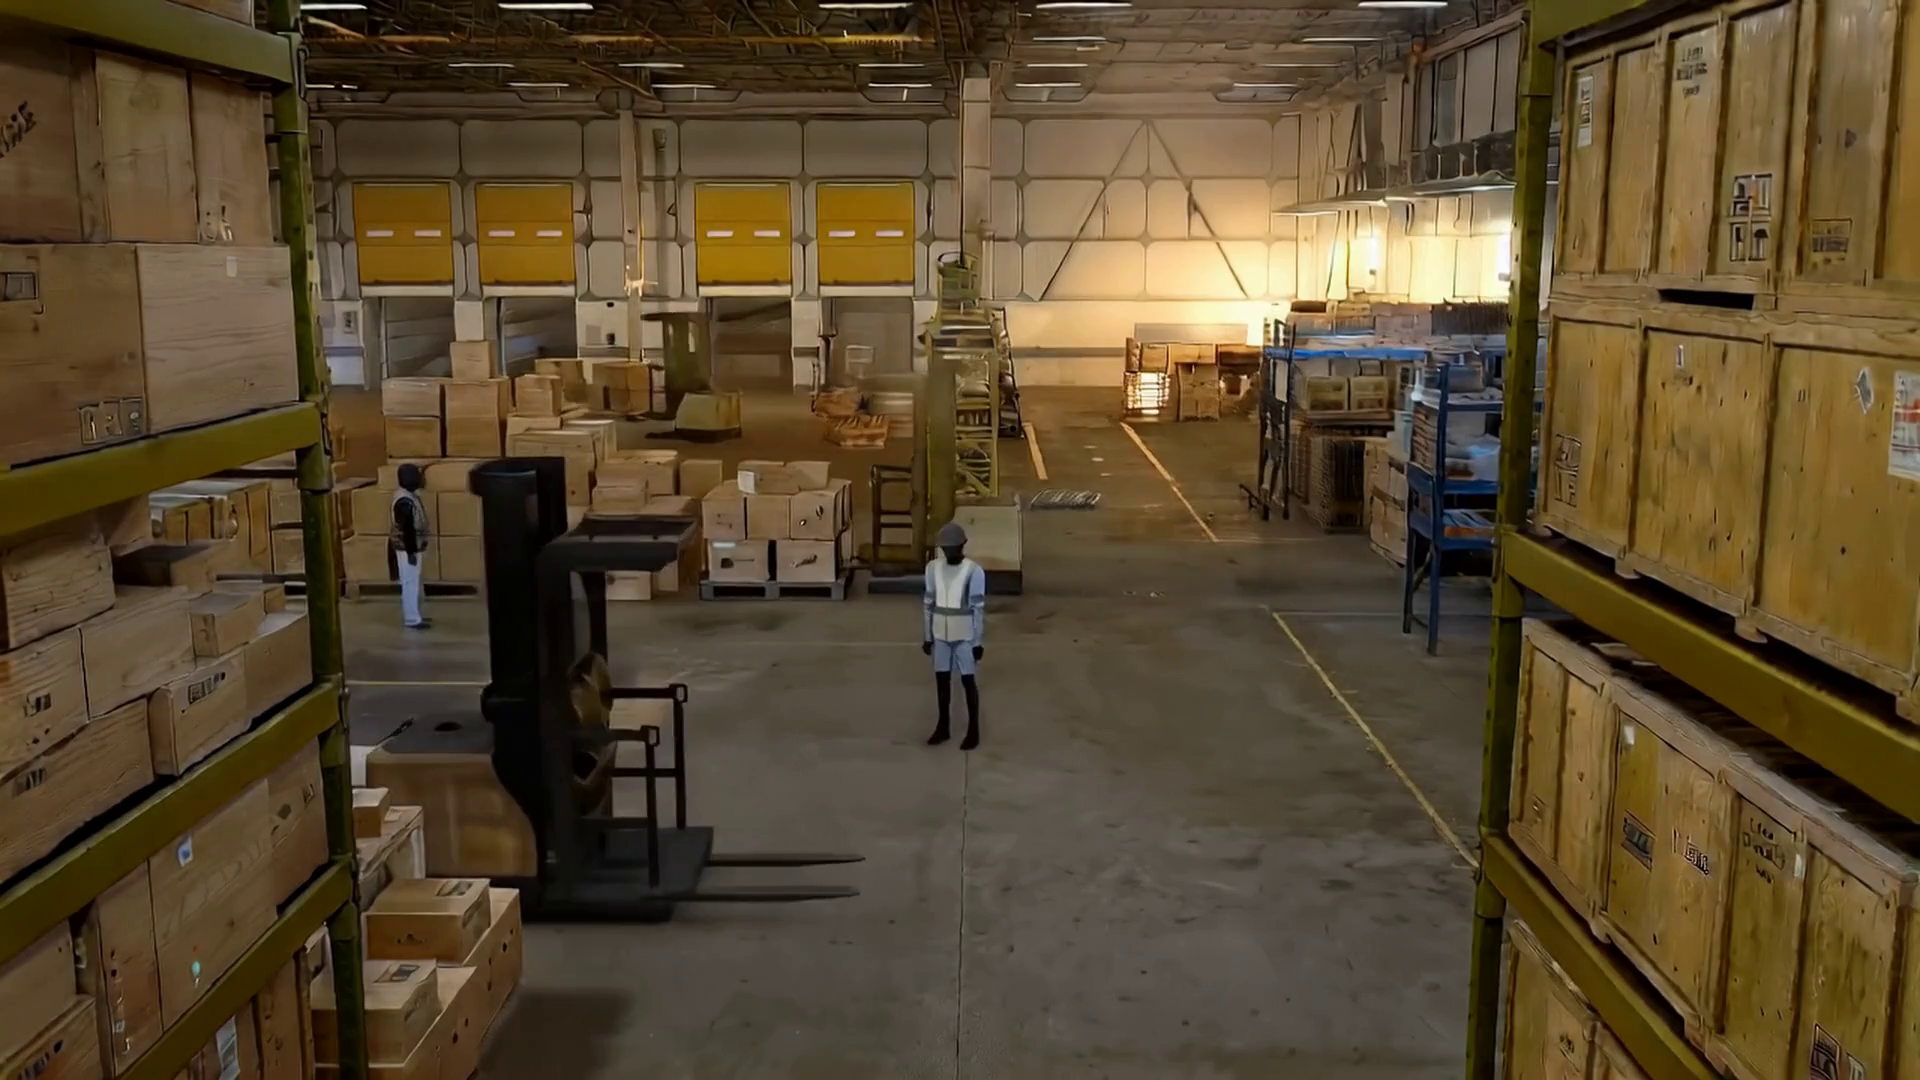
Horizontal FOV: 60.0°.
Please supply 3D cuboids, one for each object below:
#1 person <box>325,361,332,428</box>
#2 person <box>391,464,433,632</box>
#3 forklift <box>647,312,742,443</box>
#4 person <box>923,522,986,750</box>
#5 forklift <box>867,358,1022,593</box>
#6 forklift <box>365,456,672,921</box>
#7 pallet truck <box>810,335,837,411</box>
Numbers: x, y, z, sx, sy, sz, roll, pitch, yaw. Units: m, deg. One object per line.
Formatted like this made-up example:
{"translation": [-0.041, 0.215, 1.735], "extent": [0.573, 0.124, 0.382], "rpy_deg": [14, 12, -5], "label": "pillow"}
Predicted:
{"translation": [-15.029, -3.580, 39.067], "extent": [0.543, 1.939, 0.362], "rpy_deg": [-4, 11, -21], "label": "person"}
{"translation": [-5.996, 0.084, 18.213], "extent": [0.429, 1.842, 0.634], "rpy_deg": [-3, 10, -18], "label": "person"}
{"translation": [-5.831, -3.601, 36.477], "extent": [1.873, 2.768, 1.129], "rpy_deg": [6, 12, 31], "label": "forklift"}
{"translation": [-0.065, 0.794, 13.874], "extent": [0.562, 1.928, 0.394], "rpy_deg": [5, 11, 25], "label": "person"}
{"translation": [-0.179, -0.808, 20.365], "extent": [1.873, 2.768, 1.129], "rpy_deg": [0, 10, 1], "label": "forklift"}
{"translation": [-2.725, 0.893, 10.549], "extent": [1.873, 2.768, 1.129], "rpy_deg": [0, 10, 0], "label": "forklift"}
{"translation": [-3.021, -4.312, 43.126], "extent": [1.885, 1.965, 0.823], "rpy_deg": [3, 10, 17], "label": "pallet truck"}
